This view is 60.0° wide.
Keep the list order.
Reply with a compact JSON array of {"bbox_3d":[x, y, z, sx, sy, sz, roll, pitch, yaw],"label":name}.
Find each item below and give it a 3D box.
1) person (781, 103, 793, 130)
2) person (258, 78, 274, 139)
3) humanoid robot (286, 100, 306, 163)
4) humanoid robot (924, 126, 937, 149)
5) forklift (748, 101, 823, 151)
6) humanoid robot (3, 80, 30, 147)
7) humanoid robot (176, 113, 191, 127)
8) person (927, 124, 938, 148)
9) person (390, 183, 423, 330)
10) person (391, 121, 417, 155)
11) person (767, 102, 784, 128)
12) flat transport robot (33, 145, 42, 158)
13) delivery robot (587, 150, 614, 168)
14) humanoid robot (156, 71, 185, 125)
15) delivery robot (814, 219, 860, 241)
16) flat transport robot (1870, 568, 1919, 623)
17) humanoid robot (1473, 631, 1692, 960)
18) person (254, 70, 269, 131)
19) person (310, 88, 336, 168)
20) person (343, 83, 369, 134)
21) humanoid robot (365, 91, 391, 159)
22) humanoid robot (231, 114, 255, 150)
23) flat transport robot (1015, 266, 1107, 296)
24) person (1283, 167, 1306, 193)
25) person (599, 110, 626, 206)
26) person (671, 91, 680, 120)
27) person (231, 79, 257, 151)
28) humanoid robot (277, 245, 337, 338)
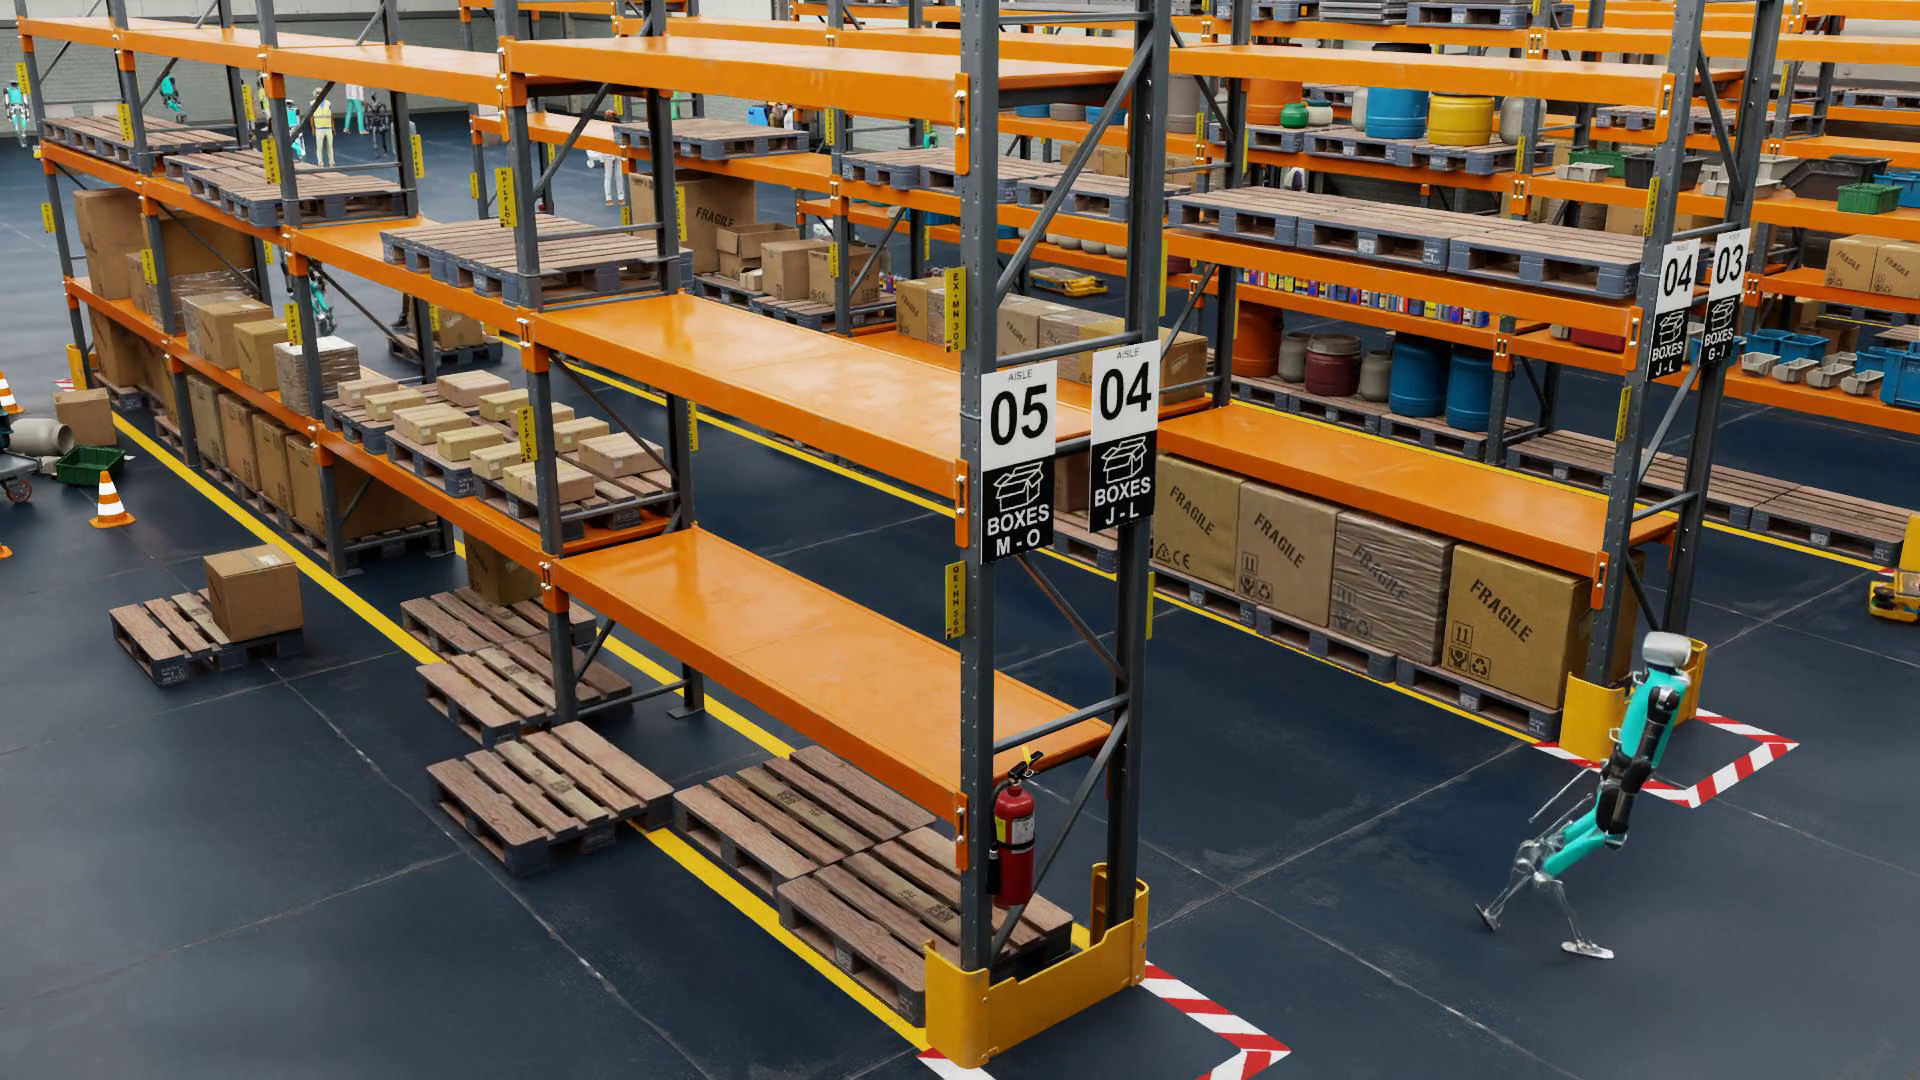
[{"bbox_3d":[-3.709,-8.738,36.366,0.384,1.888,0.568,-5,20,-14],"label":"person"},{"bbox_3d":[-18.663,-11.674,45.025,0.513,1.671,0.547,1,19,2],"label":"person"},{"bbox_3d":[-14.802,-8.937,37.190,1.044,1.733,0.557,12,23,31],"label":"humanoid robot"},{"bbox_3d":[-0.852,-6.914,31.422,0.534,1.760,0.911,14,24,35],"label":"humanoid robot"},{"bbox_3d":[-4.526,-11.368,42.374,1.129,2.768,1.873,-15,24,-37],"label":"forklift"},{"bbox_3d":[-24.138,-10.878,42.661,0.566,1.730,0.970,-11,22,-28],"label":"humanoid robot"},{"bbox_3d":[-16.183,-8.183,35.100,0.455,1.640,0.590,-17,26,-40],"label":"humanoid robot"},{"bbox_3d":[-0.619,-7.547,33.210,0.479,1.736,0.317,14,24,34],"label":"person"},{"bbox_3d":[-7.485,-3.867,22.469,0.622,1.907,0.985,8,21,21],"label":"person"},{"bbox_3d":[-11.990,-8.498,35.928,0.527,1.723,0.864,-12,23,-31],"label":"person"},{"bbox_3d":[-4.131,-9.047,37.428,0.401,1.762,0.552,6,20,16],"label":"person"},{"bbox_3d":[-22.846,-9.745,41.670,0.659,0.231,1.431,-10,22,-26],"label":"flat transport robot"},{"bbox_3d":[-8.489,-9.131,39.470,0.766,0.580,0.499,-5,20,-13],"label":"delivery robot"},{"bbox_3d":[-22.136,-12.344,46.878,0.530,1.750,0.908,3,20,8],"label":"humanoid robot"},{"bbox_3d":[-2.131,-5.262,28.506,0.812,0.611,0.499,-16,25,-38],"label":"delivery robot"},{"bbox_3d":[7.655,0.507,12.492,1.431,0.231,0.659,10,22,26],"label":"flat transport robot"},{"bbox_3d":[2.988,1.276,8.188,0.945,1.810,0.559,7,20,19],"label":"humanoid robot"},{"bbox_3d":[-19.932,-12.689,47.625,0.400,1.879,0.496,-3,20,-7],"label":"person"},{"bbox_3d":[-14.770,-9.514,38.566,0.546,1.891,0.384,-14,24,-34],"label":"person"},{"bbox_3d":[-17.047,-12.350,46.628,0.704,1.897,0.524,6,20,18],"label":"person"},{"bbox_3d":[-14.407,-10.290,41.171,0.601,1.637,0.756,-3,20,-8],"label":"humanoid robot"},{"bbox_3d":[-16.434,-9.249,38.213,0.772,1.635,0.601,7,21,20],"label":"humanoid robot"},{"bbox_3d":[1.507,-3.889,25.004,0.659,0.231,1.431,-13,23,-33],"label":"flat transport robot"},{"bbox_3d":[5.495,-5.545,27.360,0.392,1.830,0.571,2,19,5],"label":"person"},{"bbox_3d":[-6.943,-7.641,33.268,0.564,1.878,0.352,-12,23,-31],"label":"person"},{"bbox_3d":[-7.140,-10.432,41.060,0.496,1.966,0.536,-6,20,-16],"label":"person"},{"bbox_3d":[-18.111,-10.745,42.147,0.799,1.842,0.417,8,21,20],"label":"person"},{"bbox_3d":[-8.018,-3.133,20.647,0.790,1.766,0.535,14,24,34],"label":"humanoid robot"}]
